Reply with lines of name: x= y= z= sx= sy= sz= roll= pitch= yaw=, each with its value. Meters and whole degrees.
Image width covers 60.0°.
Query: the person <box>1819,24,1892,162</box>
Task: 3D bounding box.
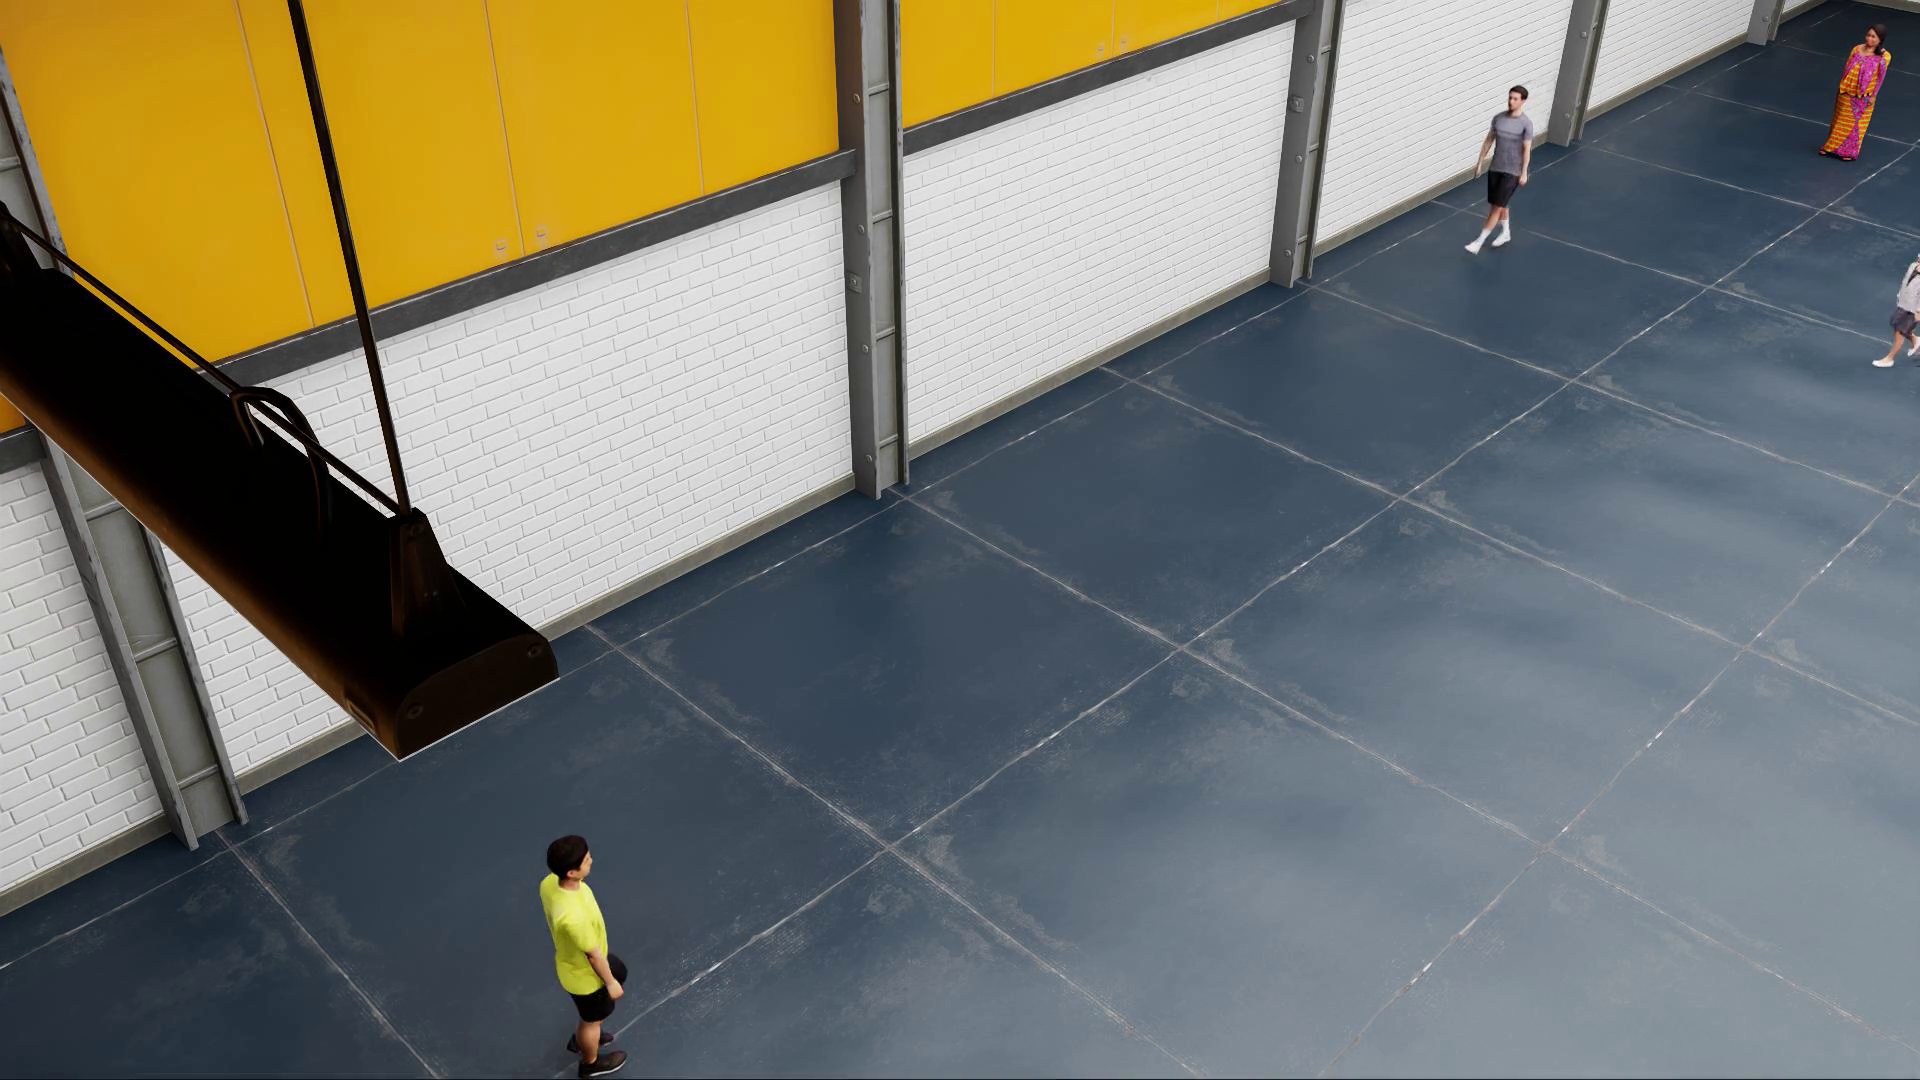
person: x=11.111 y=-5.558 z=20.559 sx=0.647 sy=1.685 sz=0.643 roll=-27 pitch=42 yaw=-34

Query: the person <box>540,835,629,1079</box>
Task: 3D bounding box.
person: x=-2.062 y=2.259 z=8.790 sx=0.737 sy=1.695 sz=0.725 roll=-15 pitch=36 yaw=-21

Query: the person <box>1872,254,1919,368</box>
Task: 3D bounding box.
person: x=9.189 y=-2.258 z=15.973 sx=0.847 sy=1.266 sz=0.752 roll=-5 pitch=34 yaw=-7

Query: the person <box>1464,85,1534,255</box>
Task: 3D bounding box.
person: x=6.005 y=-4.045 z=18.145 sx=1.175 sy=1.837 sz=0.793 roll=-23 pitch=40 yaw=-30
